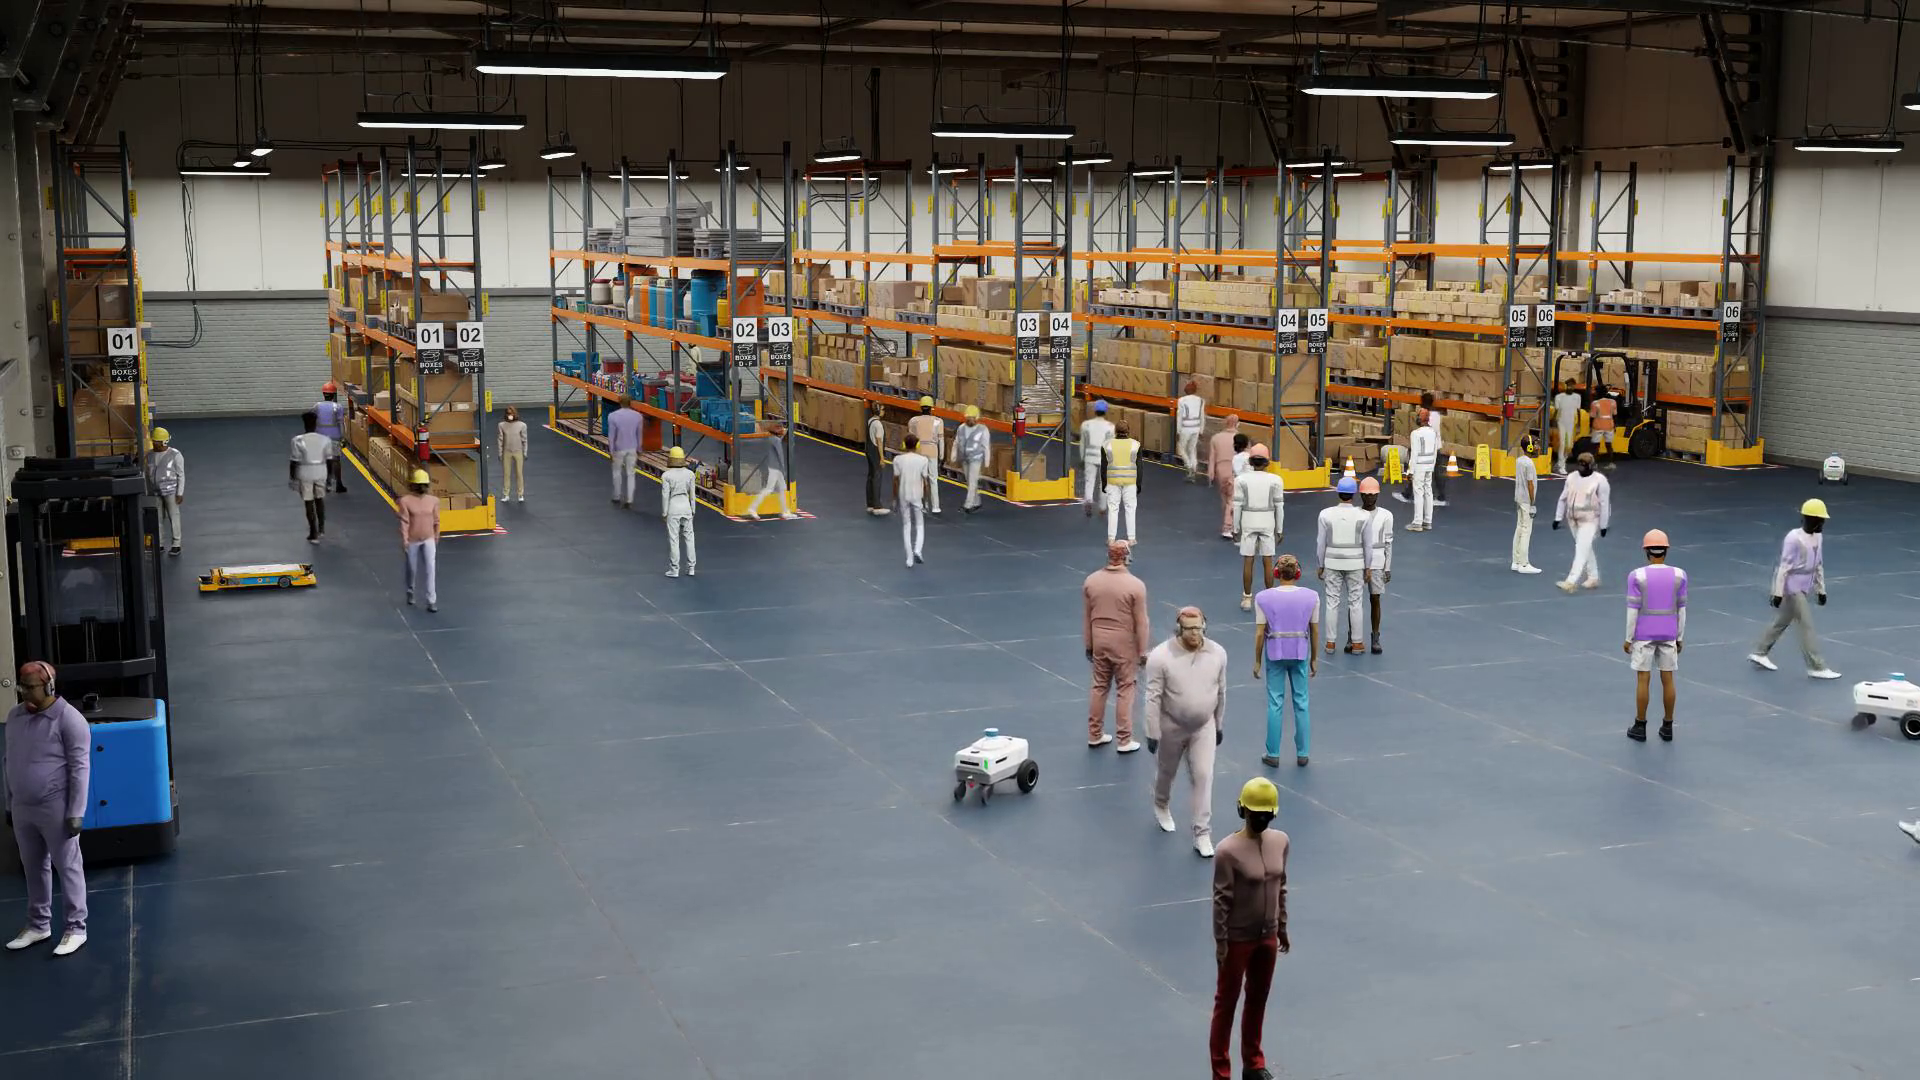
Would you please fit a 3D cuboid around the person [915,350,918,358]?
[{"bbox_3d":[-1.048,-3.205,46.031,0.619,1.994,0.381,3,9,18],"label":"person"}]

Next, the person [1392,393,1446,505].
[{"bbox_3d":[7.795,-1.533,35.263,0.977,1.867,0.624,6,11,36],"label":"person"}]

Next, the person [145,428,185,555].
[{"bbox_3d":[-11.348,-0.695,29.852,0.589,1.827,0.404,2,9,14],"label":"person"}]

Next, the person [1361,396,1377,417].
[{"bbox_3d":[9.648,-3.645,49.147,0.542,1.939,0.369,1,9,5],"label":"person"}]

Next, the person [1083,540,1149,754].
[{"bbox_3d":[1.414,0.942,18.728,0.647,1.897,0.398,7,11,38],"label":"person"}]

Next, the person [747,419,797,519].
[{"bbox_3d":[-3.029,-1.134,33.565,0.797,1.606,0.500,-3,9,-17],"label":"person"}]

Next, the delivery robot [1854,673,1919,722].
[{"bbox_3d":[8.692,1.476,19.427,0.707,0.478,0.477,7,11,39],"label":"delivery robot"}]

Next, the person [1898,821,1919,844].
[{"bbox_3d":[7.320,1.573,15.460,0.544,1.592,0.838,-6,10,-35],"label":"person"}]

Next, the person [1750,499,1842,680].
[{"bbox_3d":[8.745,0.484,21.871,0.598,1.872,1.007,-8,12,-43],"label":"person"}]

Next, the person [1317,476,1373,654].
[{"bbox_3d":[4.217,0.274,22.984,0.605,1.948,0.404,2,9,15],"label":"person"}]

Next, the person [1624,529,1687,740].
[{"bbox_3d":[6.338,0.863,19.132,0.542,1.928,0.377,0,9,1],"label":"person"}]

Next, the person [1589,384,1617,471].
[{"bbox_3d":[12.299,-2.136,40.008,0.609,1.676,0.347,-1,9,-9],"label":"person"}]

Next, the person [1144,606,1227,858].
[{"bbox_3d":[1.697,1.386,15.910,0.654,1.858,1.014,-1,9,-9],"label":"person"}]

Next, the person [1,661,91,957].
[{"bbox_3d":[-5.912,1.717,13.500,0.643,1.909,0.411,3,9,19],"label":"person"}]

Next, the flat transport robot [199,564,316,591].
[{"bbox_3d":[-9.181,0.476,27.349,1.431,0.197,0.652,-3,9,-21],"label":"flat transport robot"}]

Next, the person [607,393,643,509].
[{"bbox_3d":[-5.616,-1.502,34.970,0.642,1.900,0.904,-4,9,-26],"label":"person"}]

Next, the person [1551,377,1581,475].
[{"bbox_3d":[11.478,-2.178,39.691,0.580,1.843,0.540,0,9,-2],"label":"person"}]

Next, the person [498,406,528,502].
[{"bbox_3d":[-7.611,-1.469,35.651,0.501,1.632,0.280,-1,9,-3],"label":"person"}]

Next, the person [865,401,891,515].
[{"bbox_3d":[-1.362,-1.347,34.133,0.344,1.847,0.506,-4,9,-24],"label":"person"}]

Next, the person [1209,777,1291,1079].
[{"bbox_3d":[1.575,2.127,11.247,0.526,1.765,0.330,-6,10,-34],"label":"person"}]

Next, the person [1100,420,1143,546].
[{"bbox_3d":[2.371,-0.834,30.730,0.625,1.844,0.429,1,9,4],"label":"person"}]

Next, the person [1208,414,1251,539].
[{"bbox_3d":[4.104,-0.966,31.583,0.676,1.855,0.996,4,10,27],"label":"person"}]

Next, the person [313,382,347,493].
[{"bbox_3d":[-11.090,-1.805,36.884,0.553,1.935,0.365,0,9,2],"label":"person"}]

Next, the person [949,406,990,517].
[{"bbox_3d":[0.157,-1.292,33.987,0.608,1.783,0.925,6,10,33],"label":"person"}]

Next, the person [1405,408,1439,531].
[{"bbox_3d":[7.122,-1.089,32.298,0.584,1.880,0.349,-7,11,-39],"label":"person"}]

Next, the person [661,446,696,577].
[{"bbox_3d":[-3.779,-0.384,28.055,0.490,1.743,0.324,-5,10,-31],"label":"person"}]

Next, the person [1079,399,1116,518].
[{"bbox_3d":[2.204,-1.290,33.489,0.617,1.924,0.660,1,9,9],"label":"person"}]

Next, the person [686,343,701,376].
[{"bbox_3d":[-6.944,-4.410,54.602,0.403,1.831,0.595,1,9,6],"label":"person"}]

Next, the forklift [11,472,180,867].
[{"bbox_3d":[-6.630,0.886,15.957,1.129,2.768,1.873,-3,9,-21],"label":"forklift"}]

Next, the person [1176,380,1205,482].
[{"bbox_3d":[4.213,-2.006,38.428,0.599,1.872,0.415,-4,10,-27],"label":"person"}]

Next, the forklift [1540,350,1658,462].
[{"bbox_3d":[12.897,-2.725,42.309,2.313,2.155,1.214,-3,9,-21],"label":"forklift"}]

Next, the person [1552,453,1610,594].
[{"bbox_3d":[7.978,-0.232,26.916,0.982,1.788,0.636,-5,10,-32],"label":"person"}]

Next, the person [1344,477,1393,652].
[{"bbox_3d":[4.476,0.269,23.043,0.550,1.942,0.346,2,9,11],"label":"person"}]

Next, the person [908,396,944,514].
[{"bbox_3d":[-0.547,-1.390,34.149,0.594,1.924,0.382,1,9,4],"label":"person"}]

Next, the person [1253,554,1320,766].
[{"bbox_3d":[2.833,1.044,18.188,0.564,1.847,0.396,0,9,-1],"label":"person"}]

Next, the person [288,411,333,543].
[{"bbox_3d":[-9.669,-0.943,31.105,0.625,1.946,0.637,-7,11,-38],"label":"person"}]

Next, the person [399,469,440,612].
[{"bbox_3d":[-6.637,-0.024,25.689,0.518,1.733,0.864,-4,10,-26],"label":"person"}]

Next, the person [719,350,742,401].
[{"bbox_3d":[-5.187,-3.258,46.373,0.708,2.000,0.997,-1,9,-8],"label":"person"}]

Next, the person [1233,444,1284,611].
[{"bbox_3d":[3.636,-0.159,25.568,0.615,2.038,0.395,1,9,6],"label":"person"}]

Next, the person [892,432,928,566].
[{"bbox_3d":[-0.693,-0.566,28.927,0.519,1.856,0.397,0,9,1],"label":"person"}]

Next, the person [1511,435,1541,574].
[{"bbox_3d":[7.691,-0.497,28.386,0.328,1.872,0.513,-1,9,-8],"label":"person"}]

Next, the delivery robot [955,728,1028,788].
[{"bbox_3d":[0.262,1.798,17.279,0.477,0.478,0.707,5,10,32],"label":"delivery robot"}]

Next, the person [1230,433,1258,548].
[{"bbox_3d":[4.157,-0.707,30.429,0.469,1.671,0.554,5,10,32],"label":"person"}]

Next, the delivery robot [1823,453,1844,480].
[{"bbox_3d":[15.958,-1.345,38.236,0.477,0.478,0.707,3,9,22],"label":"delivery robot"}]
